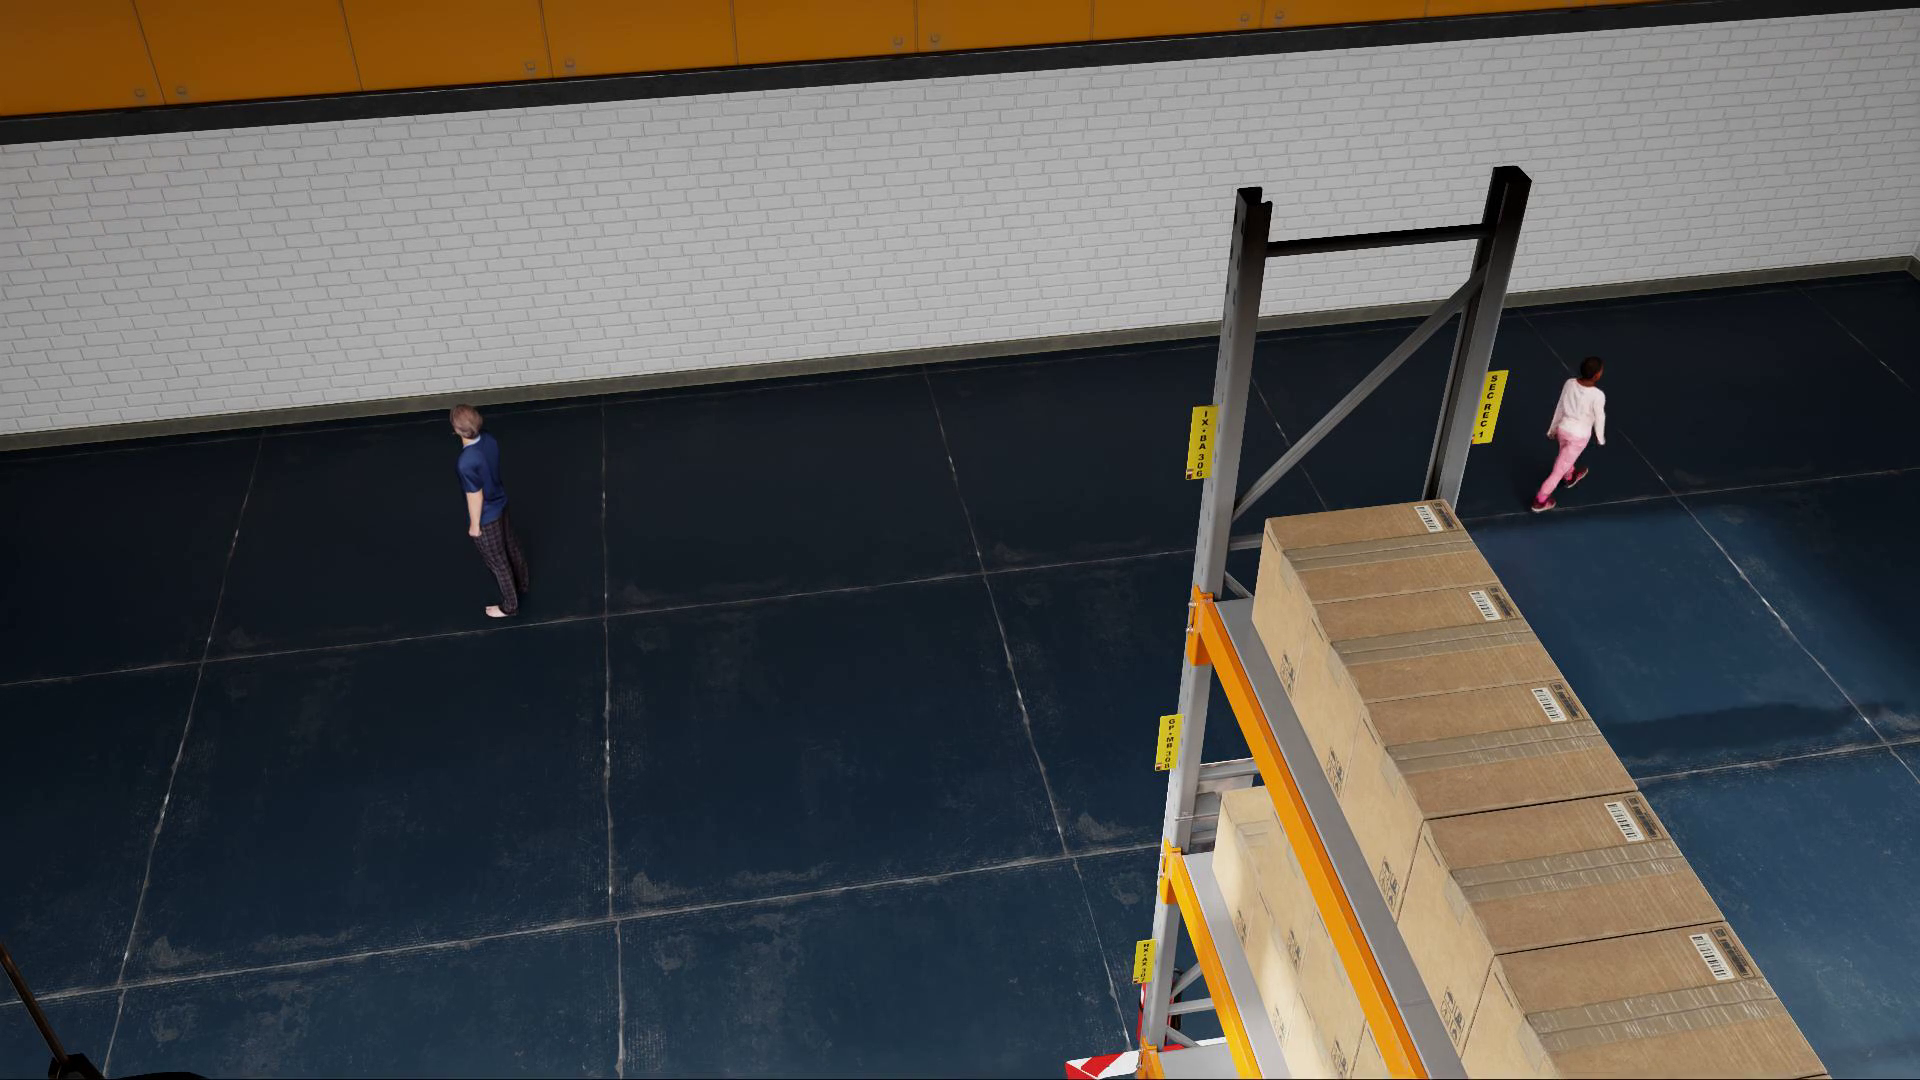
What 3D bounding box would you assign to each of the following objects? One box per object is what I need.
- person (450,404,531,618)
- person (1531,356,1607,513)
[{"bbox_3d":[-3.539,-0.233,12.493,0.793,1.870,0.619,6,39,8],"label":"person"},{"bbox_3d":[4.988,-0.850,13.634,0.837,1.412,0.981,-20,43,-24],"label":"person"}]
